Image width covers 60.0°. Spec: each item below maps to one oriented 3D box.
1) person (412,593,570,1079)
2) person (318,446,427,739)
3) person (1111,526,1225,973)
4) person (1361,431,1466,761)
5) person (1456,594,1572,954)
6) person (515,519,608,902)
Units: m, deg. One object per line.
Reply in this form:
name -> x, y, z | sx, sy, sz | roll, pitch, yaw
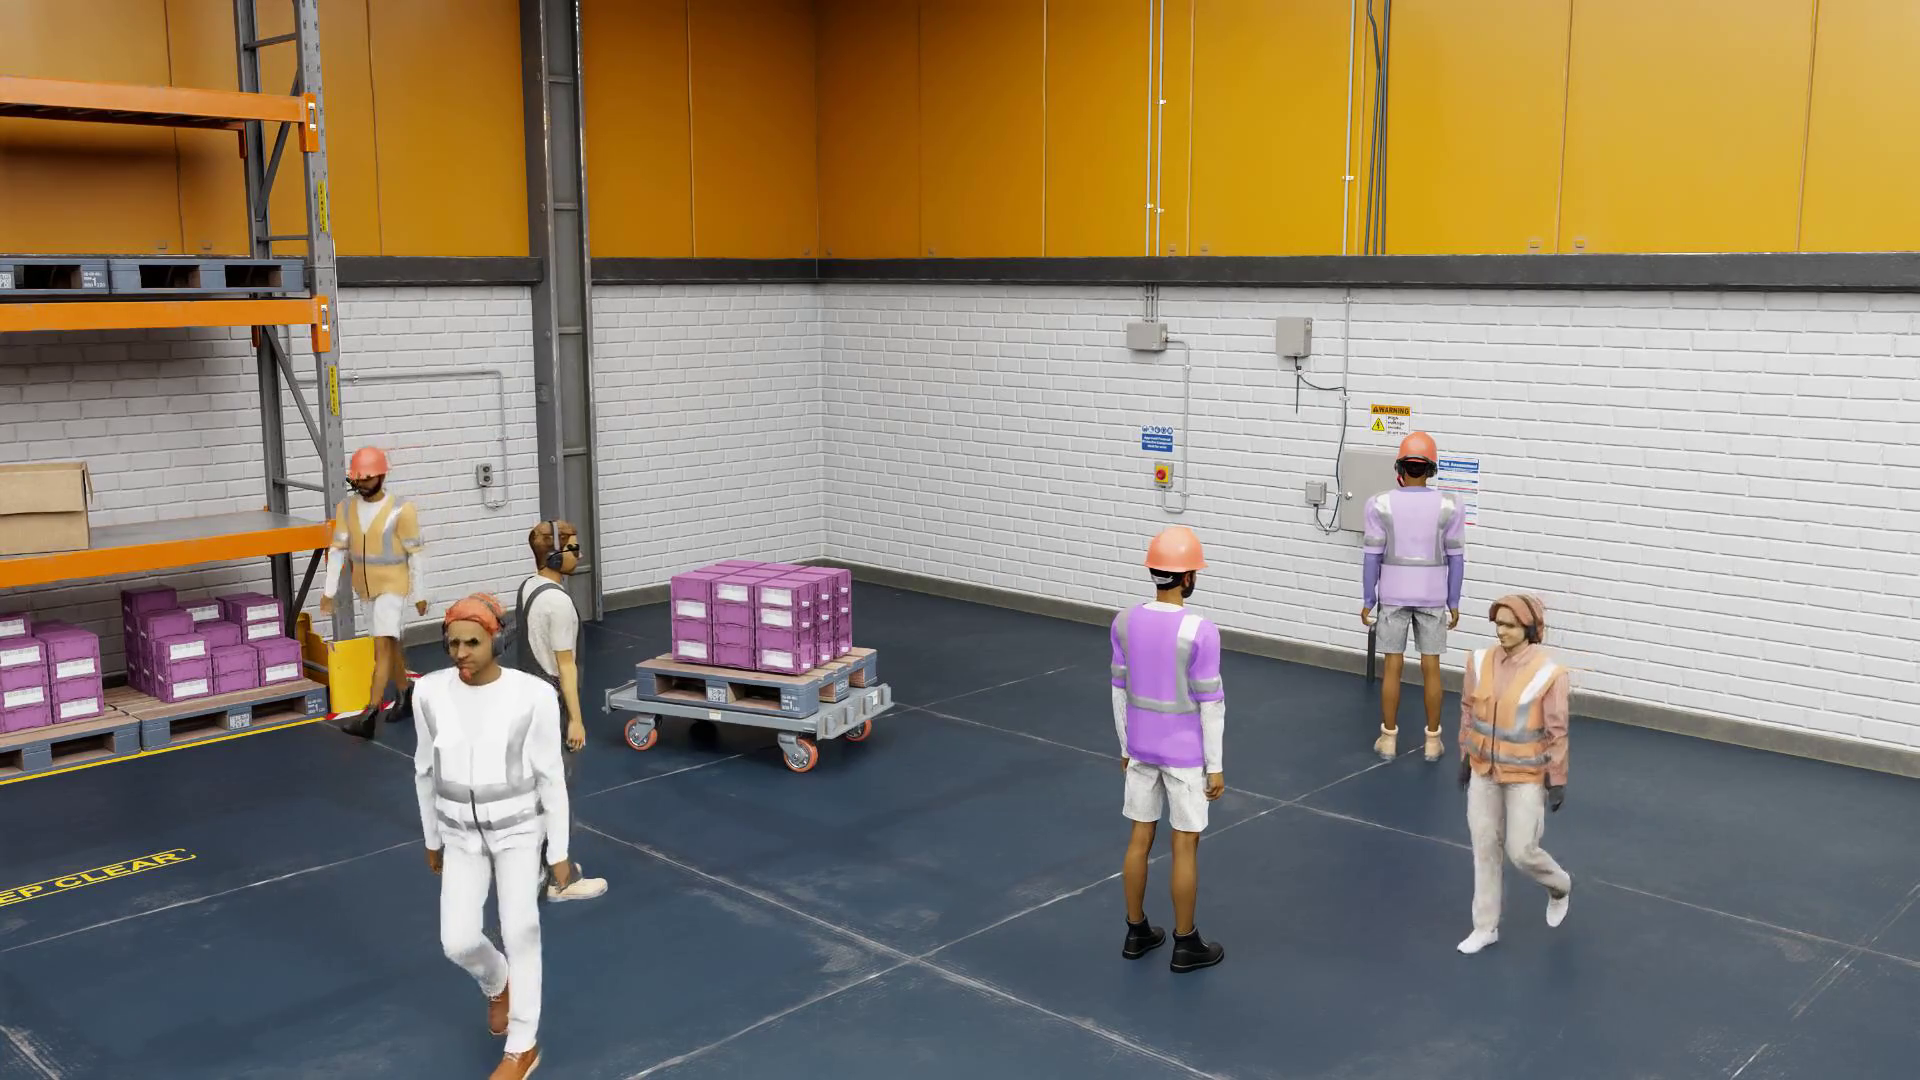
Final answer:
person -> -1.719, 1.098, 6.206 | 0.599, 1.871, 0.514 | 1, 9, 5
person -> -3.836, 0.337, 10.816 | 0.550, 1.883, 0.998 | 3, 10, 17
person -> 0.913, 0.902, 7.212 | 0.545, 1.938, 0.357 | 8, 12, 39
person -> 2.789, 0.348, 10.279 | 0.605, 2.045, 0.388 | 2, 9, 13
person -> 2.482, 1.027, 7.400 | 0.534, 1.627, 0.522 | -7, 11, -36
person -> -1.955, 0.815, 8.028 | 0.327, 1.843, 0.514 | -7, 11, -36
